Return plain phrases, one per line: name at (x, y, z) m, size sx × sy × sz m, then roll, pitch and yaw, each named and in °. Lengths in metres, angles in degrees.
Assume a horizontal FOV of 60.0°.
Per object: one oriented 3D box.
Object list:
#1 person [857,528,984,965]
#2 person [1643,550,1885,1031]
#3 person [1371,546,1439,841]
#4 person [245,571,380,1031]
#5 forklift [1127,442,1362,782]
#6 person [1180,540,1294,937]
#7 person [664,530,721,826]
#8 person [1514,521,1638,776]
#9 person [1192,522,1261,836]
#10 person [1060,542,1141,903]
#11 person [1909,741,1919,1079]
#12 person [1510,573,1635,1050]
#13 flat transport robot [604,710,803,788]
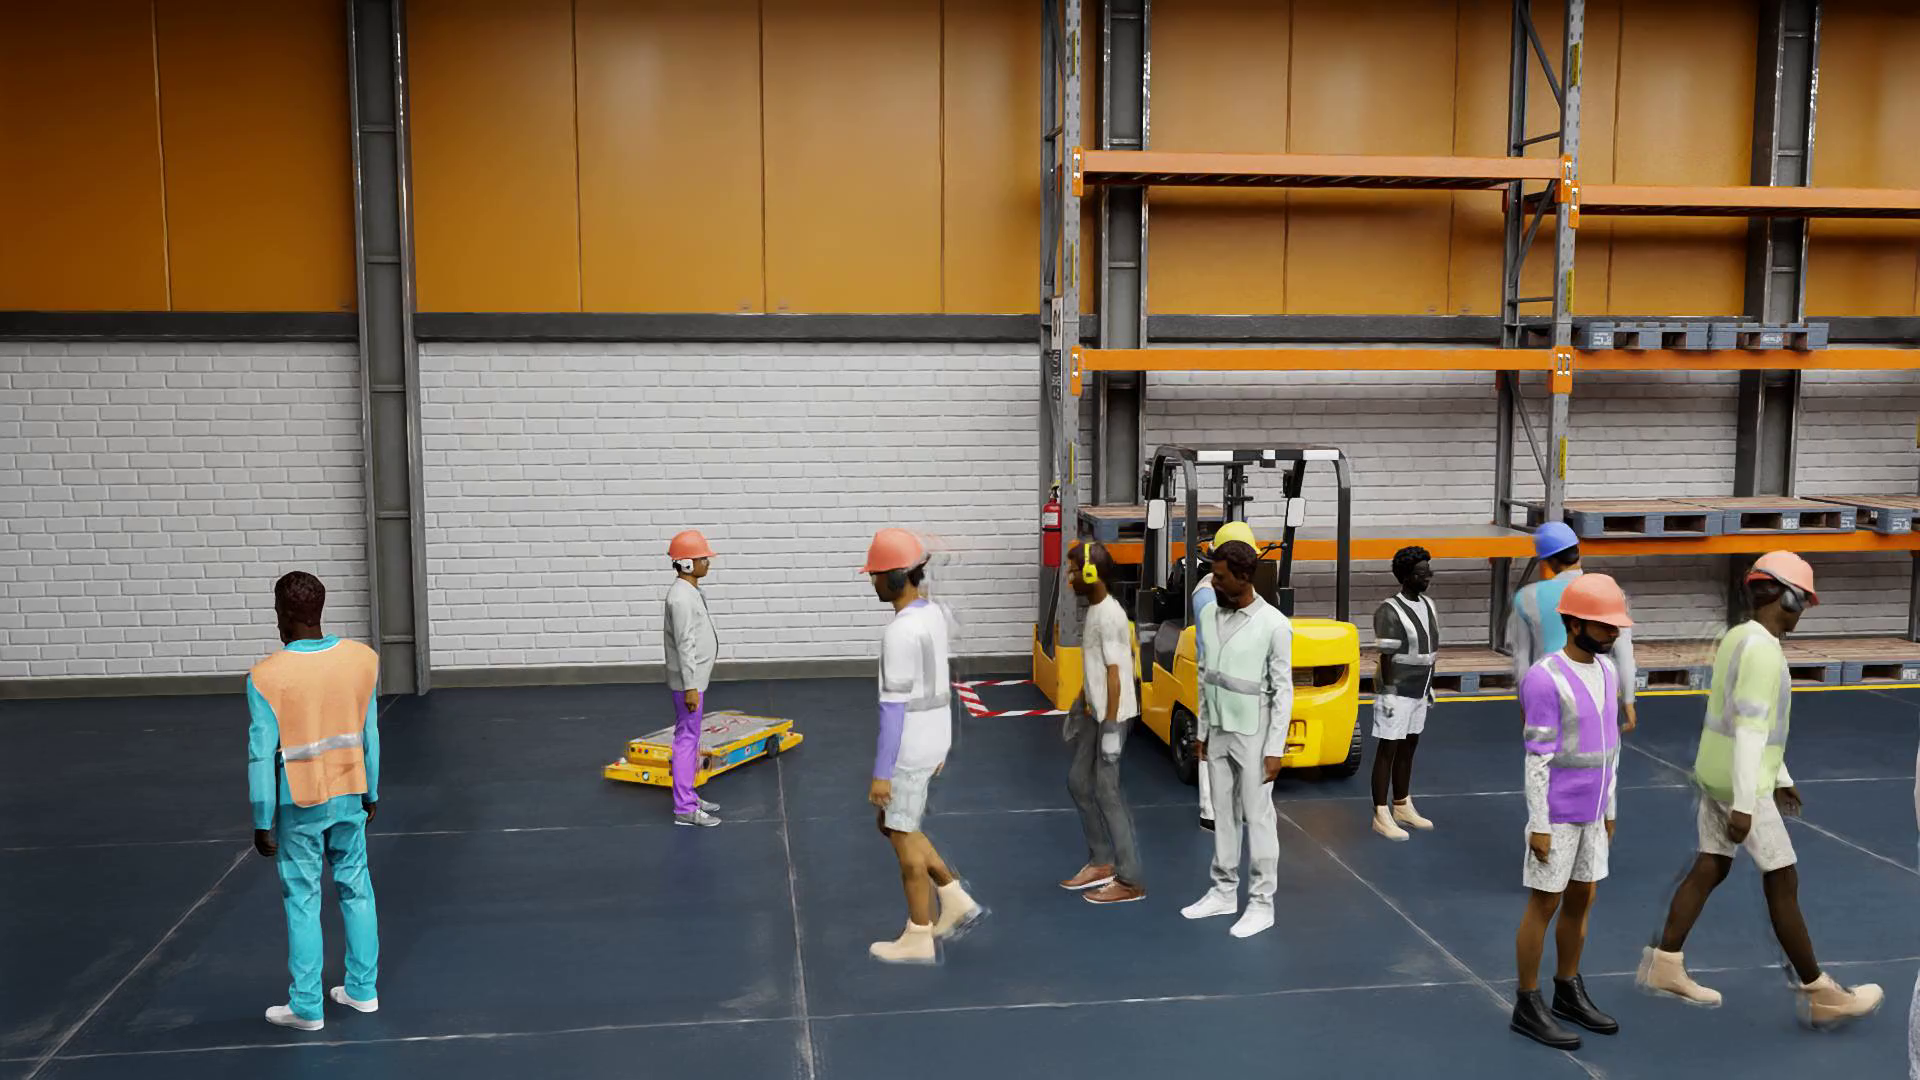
person at (-0.237, 0.950, 7.585) m, size 0.468 × 2.022 × 0.639 m, roll 1°, pitch 7°, yaw 10°
person at (3.405, 1.038, 7.049) m, size 0.926 × 1.969 × 0.632 m, roll 2°, pitch 7°, yaw 14°
person at (2.586, 0.874, 9.652) m, size 0.530 × 1.697 × 0.321 m, roll -6°, pitch 9°, yaw -44°
person at (-2.675, 1.081, 6.935) m, size 0.397 × 1.911 × 0.587 m, roll 5°, pitch 8°, yaw 36°
forklift at (1.912, 0.418, 11.496) m, size 1.214 × 2.155 × 2.313 m, roll -1°, pitch 7°, yaw -8°
person at (1.373, 0.948, 8.079) m, size 0.394 × 1.913 × 0.590 m, roll -4°, pitch 8°, yaw -33°
person at (-1.600, 0.812, 9.934) m, size 0.321 × 1.755 × 0.563 m, roll -1°, pitch 7°, yaw -8°
person at (3.317, 0.850, 8.994) m, size 0.650 × 1.898 × 0.579 m, roll 4°, pitch 8°, yaw 32°
person at (1.578, 0.802, 9.709) m, size 0.404 × 1.829 × 0.600 m, roll 4°, pitch 8°, yaw 32°
person at (0.731, 0.928, 8.585) m, size 0.441 × 1.835 × 0.528 m, roll 0°, pitch 7°, yaw -1°
person at (3.597, 1.183, 5.853) m, size 0.382 × 1.949 × 0.614 m, roll 0°, pitch 7°, yaw 1°
person at (2.514, 1.090, 6.774) m, size 0.547 × 1.929 × 0.386 m, roll -4°, pitch 8°, yaw -34°
flat transport robot at (-1.709, 1.396, 11.272) m, size 0.652 × 0.197 × 1.431 m, roll 3°, pitch 7°, yaw 25°
